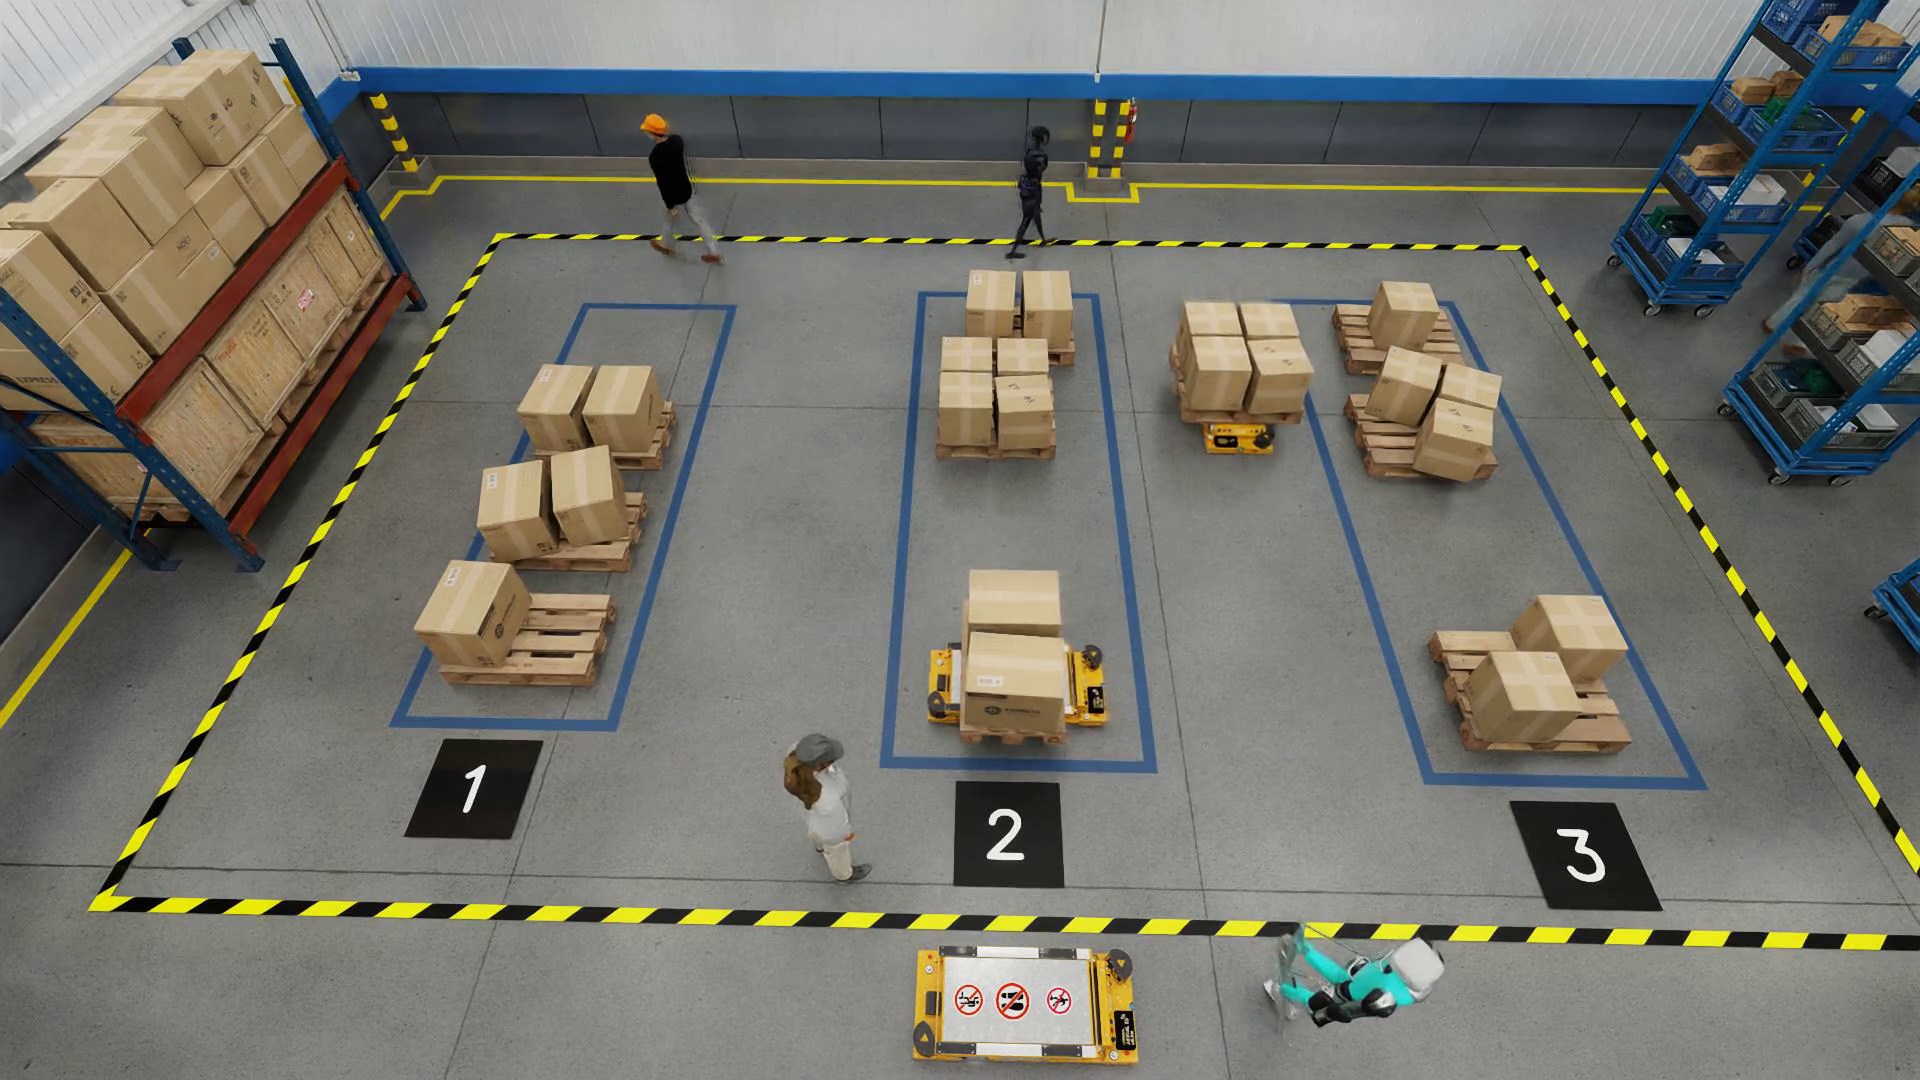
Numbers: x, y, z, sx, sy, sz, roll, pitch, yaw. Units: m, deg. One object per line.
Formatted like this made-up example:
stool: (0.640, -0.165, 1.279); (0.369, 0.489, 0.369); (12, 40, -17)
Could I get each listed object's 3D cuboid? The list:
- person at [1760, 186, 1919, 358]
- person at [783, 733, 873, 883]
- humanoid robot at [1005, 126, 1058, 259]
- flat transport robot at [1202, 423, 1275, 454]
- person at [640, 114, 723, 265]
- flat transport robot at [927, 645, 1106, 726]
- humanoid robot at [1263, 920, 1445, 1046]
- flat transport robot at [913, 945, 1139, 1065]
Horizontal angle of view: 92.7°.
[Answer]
person: (9.383, -2.846, 9.759); (0.644, 1.932, 0.699); (15, 52, 12)
person: (-0.894, 1.781, 6.070); (0.404, 1.762, 0.562); (-27, 56, -21)
humanoid robot: (0.905, -4.146, 10.974); (0.718, 1.624, 0.609); (-8, 51, -6)
flat transport robot: (2.850, -1.486, 9.679); (0.652, 0.197, 1.431); (1, 51, 1)
person: (-3.397, -4.131, 10.848); (0.995, 1.831, 0.593); (23, 54, 18)
flat transport robot: (0.459, 1.172, 7.512); (1.431, 0.197, 0.652); (1, 51, 1)
humanoid robot: (2.168, 2.558, 5.470); (0.560, 1.799, 0.798); (-28, 56, -21)
flat transport robot: (0.422, 3.041, 6.007); (1.431, 0.231, 0.659); (1, 51, 1)
